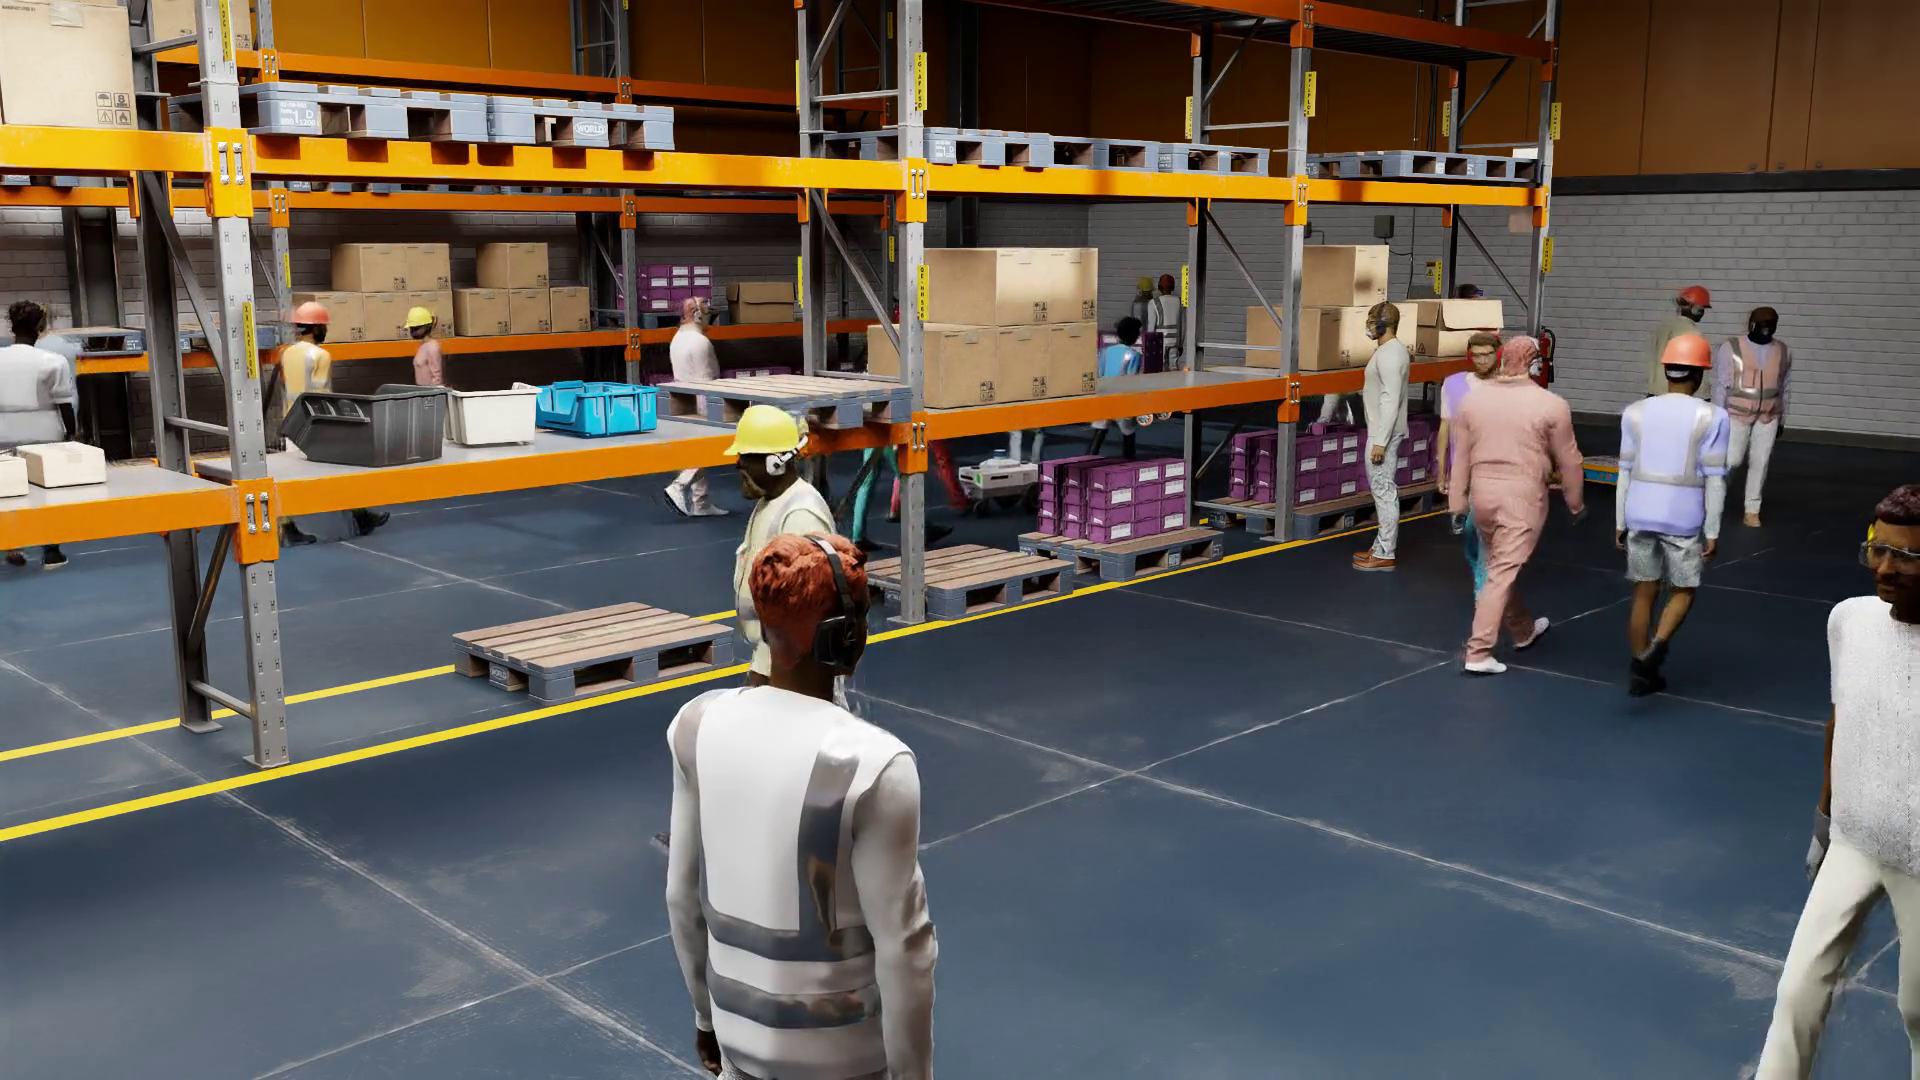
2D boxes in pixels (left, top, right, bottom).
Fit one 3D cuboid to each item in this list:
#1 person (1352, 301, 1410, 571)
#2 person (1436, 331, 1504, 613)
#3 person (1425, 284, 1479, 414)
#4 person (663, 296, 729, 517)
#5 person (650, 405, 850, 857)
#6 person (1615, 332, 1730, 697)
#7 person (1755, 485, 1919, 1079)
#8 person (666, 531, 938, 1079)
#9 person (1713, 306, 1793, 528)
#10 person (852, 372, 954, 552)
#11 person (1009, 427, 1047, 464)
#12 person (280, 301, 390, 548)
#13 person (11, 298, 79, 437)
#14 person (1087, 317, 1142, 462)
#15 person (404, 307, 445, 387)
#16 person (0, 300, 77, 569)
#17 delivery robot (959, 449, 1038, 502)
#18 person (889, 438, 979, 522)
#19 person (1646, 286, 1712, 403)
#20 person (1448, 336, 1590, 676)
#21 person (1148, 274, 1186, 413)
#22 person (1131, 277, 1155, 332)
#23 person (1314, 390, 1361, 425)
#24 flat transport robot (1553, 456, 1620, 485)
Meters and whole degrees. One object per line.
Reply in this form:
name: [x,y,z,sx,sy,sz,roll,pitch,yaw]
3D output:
person: [3.040,-0.743,11.973,0.357,1.937,0.637,3,11,16]
person: [3.431,-0.475,10.922,0.565,1.815,0.875,6,12,28]
person: [5.408,-1.923,18.579,0.718,1.885,0.630,5,12,27]
person: [-2.239,-1.105,14.059,0.516,1.894,0.662,-5,12,-26]
person: [-0.685,0.394,6.197,0.914,1.778,0.600,-5,11,-23]
person: [3.614,-0.099,8.539,0.555,1.917,0.630,9,14,41]
person: [2.144,0.783,3.937,0.902,1.828,0.568,-5,12,-26]
person: [-0.281,0.916,3.077,0.583,1.882,0.338,8,13,36]
person: [6.562,-1.028,13.830,0.636,1.828,0.535,1,10,7]
person: [-0.480,-0.777,12.723,0.881,1.718,0.551,-8,13,-36]
person: [0.637,-1.282,15.777,0.531,1.605,0.577,5,12,26]
person: [-5.000,-0.915,13.046,0.572,1.884,0.972,7,12,32]
person: [-7.277,-0.984,13.371,0.635,1.916,0.855,4,11,23]
person: [1.483,-1.299,15.821,0.894,1.639,0.618,-9,14,-40]
person: [-4.851,-1.281,15.421,0.524,1.748,0.547,-6,12,-30]
person: [-6.656,-0.731,11.881,0.632,1.946,0.506,-2,11,-11]
delivery robot: [0.342,-0.540,14.387,0.707,0.478,0.477,-7,12,-34]
person: [-0.221,-1.010,14.010,0.907,1.717,0.541,-7,12,-33]
person: [6.631,-1.330,15.137,0.942,1.945,0.619,-1,10,-5]
person: [3.117,-0.201,9.259,1.018,1.848,0.657,-8,13,-39]
person: [2.776,-2.638,22.465,0.574,1.883,0.355,-4,11,-22]
person: [2.788,-3.069,25.100,0.405,1.781,0.755,3,11,17]
person: [3.878,-1.521,17.182,0.894,1.589,0.494,0,10,0]
flat transport robot: [6.395,-0.634,15.931,0.652,0.197,1.431,-6,12,-30]
